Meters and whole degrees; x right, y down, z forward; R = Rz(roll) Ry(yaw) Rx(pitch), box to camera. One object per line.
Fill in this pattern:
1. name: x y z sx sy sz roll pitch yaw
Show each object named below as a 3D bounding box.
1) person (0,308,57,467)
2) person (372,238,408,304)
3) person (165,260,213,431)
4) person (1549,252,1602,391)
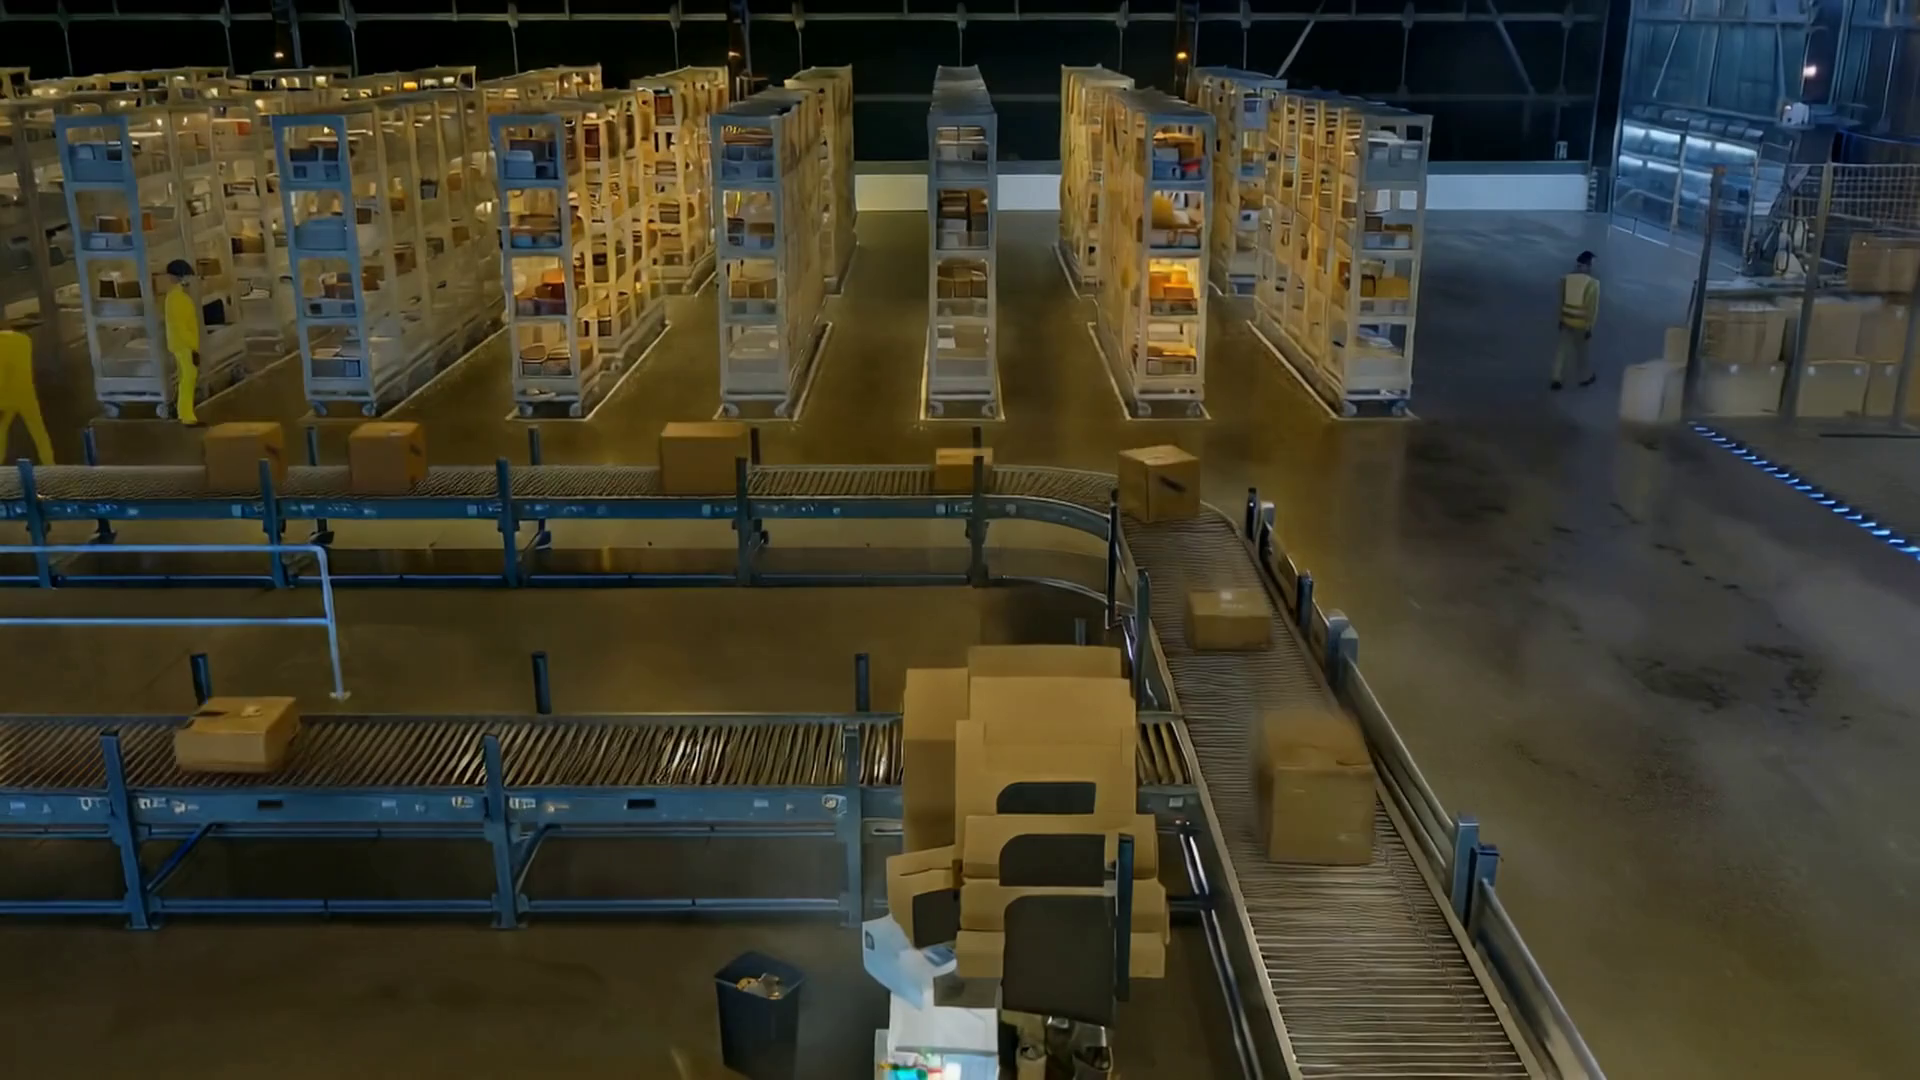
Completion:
1. person: -9.880 -1.496 17.227 0.973 1.862 0.648 6 19 19
2. person: -8.668 -4.111 25.395 0.583 1.791 0.961 1 18 4
3. person: -9.033 -2.278 19.468 0.428 1.980 0.629 -14 23 -37
4. person: 7.959 -2.817 21.448 0.583 1.783 0.962 16 24 40
